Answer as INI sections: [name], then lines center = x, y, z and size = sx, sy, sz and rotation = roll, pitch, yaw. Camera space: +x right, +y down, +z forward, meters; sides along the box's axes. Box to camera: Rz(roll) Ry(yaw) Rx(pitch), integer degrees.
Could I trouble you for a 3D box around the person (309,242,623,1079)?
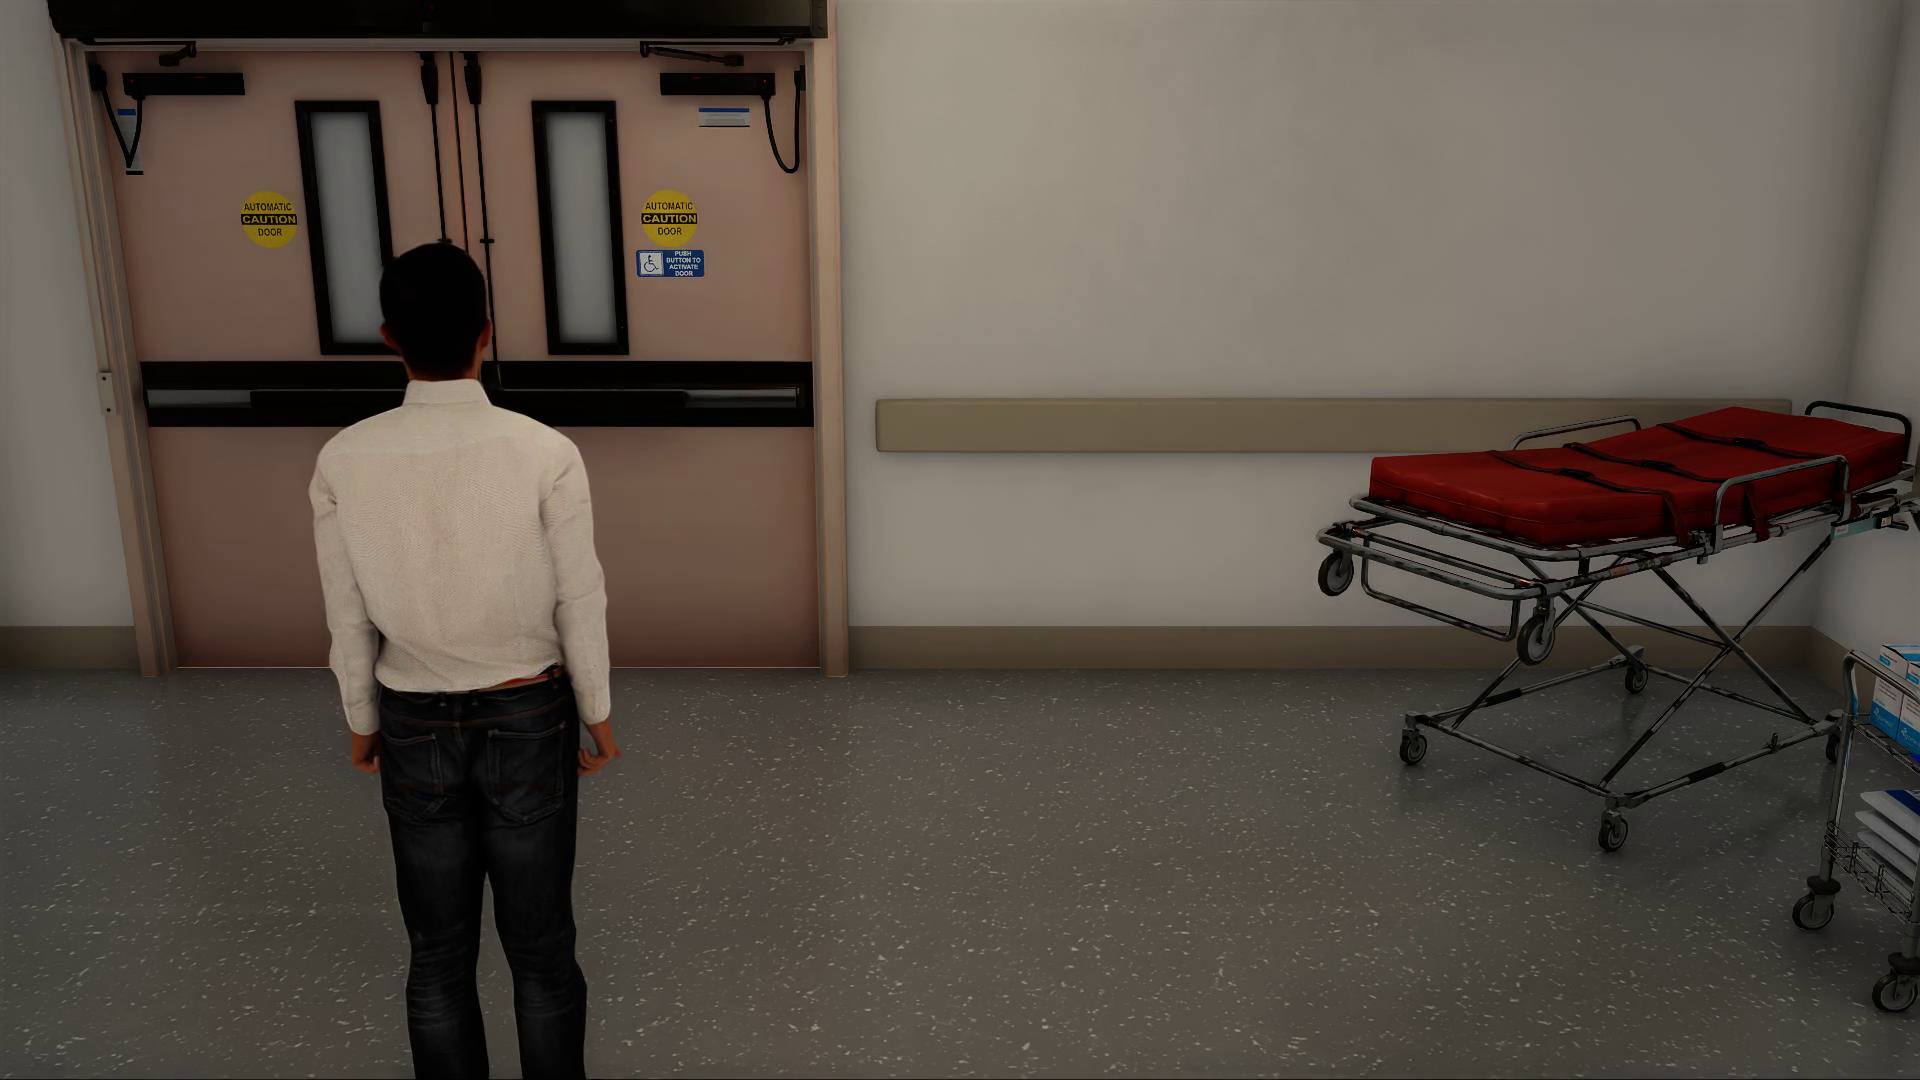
[person]
center = -0.904, 0.359, 3.102
size = 0.668, 1.813, 0.572
rotation = -1, 16, -4
